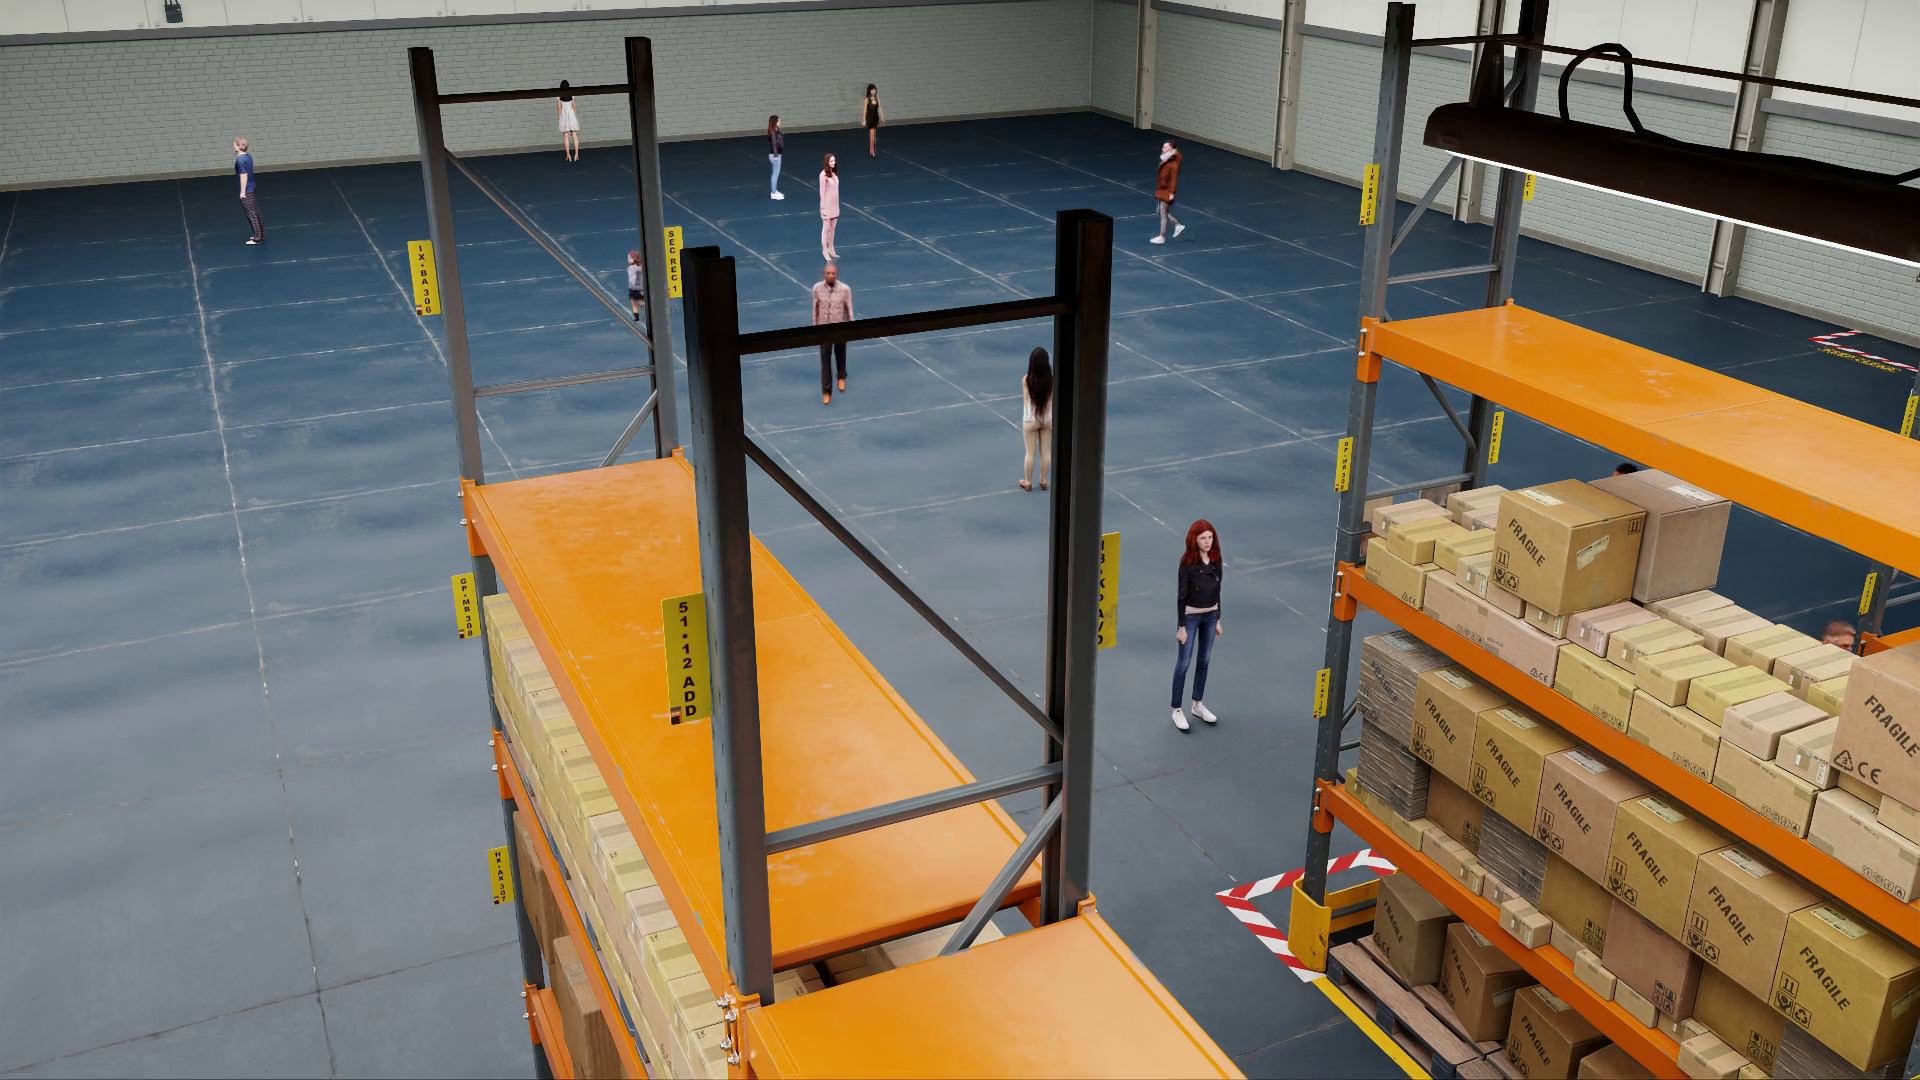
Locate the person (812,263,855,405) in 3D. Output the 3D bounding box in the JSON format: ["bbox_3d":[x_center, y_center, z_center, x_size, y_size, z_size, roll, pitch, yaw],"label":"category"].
[{"bbox_3d":[-1.642,-2.727,21.555,1.036,1.772,1.301,-1,23,-2],"label":"person"}]

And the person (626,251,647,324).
[{"bbox_3d":[-4.821,-3.799,24.939,0.642,1.098,0.681,15,27,31],"label":"person"}]

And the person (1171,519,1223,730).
[{"bbox_3d":[1.936,0.674,13.539,0.574,1.787,0.527,-11,25,-24],"label":"person"}]

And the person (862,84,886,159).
[{"bbox_3d":[-2.035,-9.490,37.640,0.646,1.630,0.739,-17,29,-35],"label":"person"}]

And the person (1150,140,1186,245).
[{"bbox_3d":[3.759,-6.209,29.671,0.900,1.828,0.936,-4,23,-9],"label":"person"}]

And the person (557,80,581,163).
[{"bbox_3d":[-8.768,-9.386,37.213,0.631,1.775,0.612,-10,25,-22],"label":"person"}]

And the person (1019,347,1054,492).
[{"bbox_3d":[0.868,-1.329,18.420,0.620,1.653,0.566,-10,25,-23],"label":"person"}]

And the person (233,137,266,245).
[{"bbox_3d":[-12.715,-6.247,29.706,0.786,1.871,0.617,-2,23,-4],"label":"person"}]

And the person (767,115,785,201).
[{"bbox_3d":[-3.708,-7.710,33.452,0.774,1.633,0.618,-2,23,-5],"label":"person"}]

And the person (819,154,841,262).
[{"bbox_3d":[-2.251,-5.737,28.596,0.701,1.802,0.692,14,27,30],"label":"person"}]
